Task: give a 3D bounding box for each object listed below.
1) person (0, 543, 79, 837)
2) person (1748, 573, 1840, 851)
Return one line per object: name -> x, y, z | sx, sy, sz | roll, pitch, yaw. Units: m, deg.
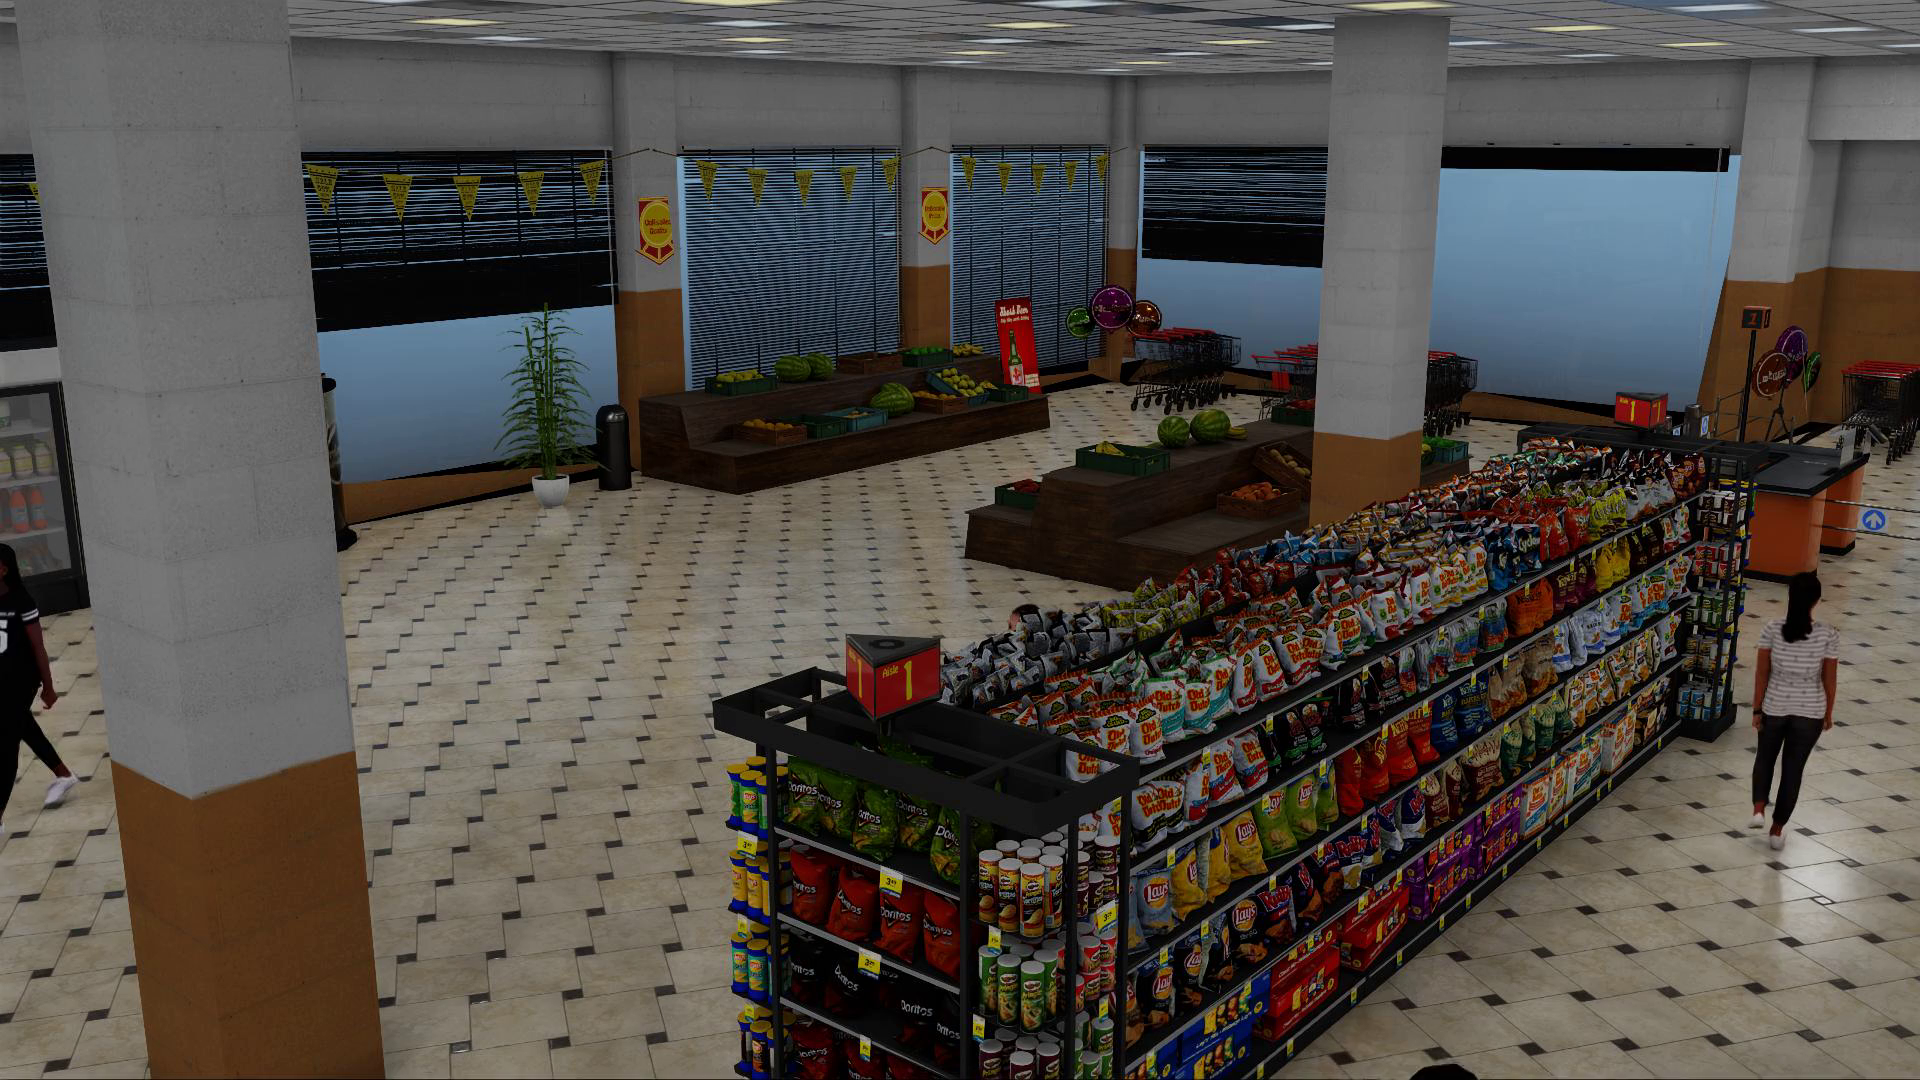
person -> -5.626, 0.875, 9.949 | 1.033, 1.681, 1.268 | 2, 14, 9
person -> 4.749, 1.004, 9.513 | 0.594, 1.635, 0.623 | 9, 16, 32
